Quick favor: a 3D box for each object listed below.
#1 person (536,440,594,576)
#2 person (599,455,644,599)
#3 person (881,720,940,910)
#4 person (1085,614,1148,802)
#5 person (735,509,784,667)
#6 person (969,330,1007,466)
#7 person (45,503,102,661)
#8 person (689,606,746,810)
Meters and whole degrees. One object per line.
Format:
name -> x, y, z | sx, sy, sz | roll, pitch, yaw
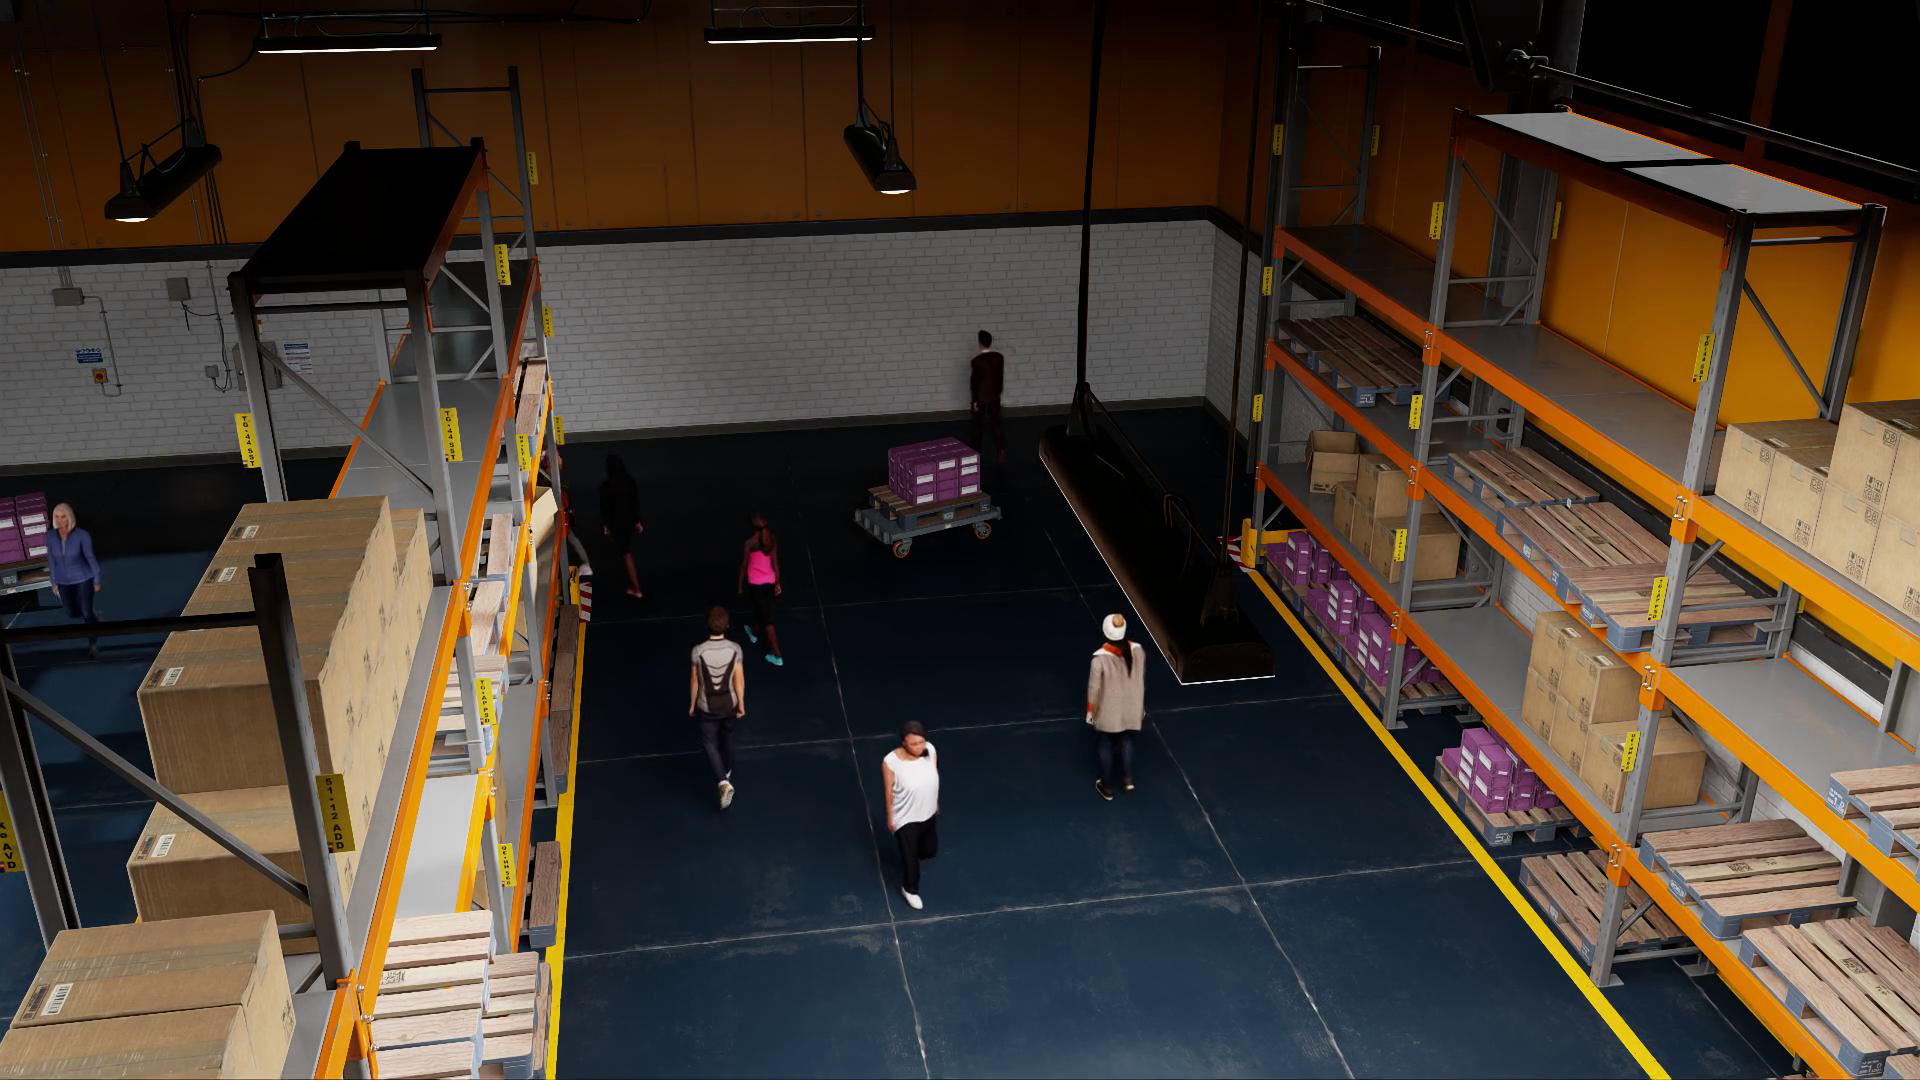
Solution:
person -> -4.613, -0.313, 19.189 | 0.876, 1.775, 1.124 | -1, 24, -2
person -> -3.775, -0.126, 18.852 | 0.852, 1.704, 0.791 | 19, 30, 36
person -> -0.399, 2.185, 13.602 | 0.804, 1.674, 0.868 | -15, 28, -31
person -> 1.434, 1.515, 14.880 | 0.732, 1.877, 0.738 | -7, 24, -15
person -> -2.019, 0.527, 17.382 | 0.906, 1.683, 1.124 | -19, 30, -37
person -> 0.409, -1.939, 22.826 | 0.808, 1.842, 1.192 | -9, 25, -19
person -> -9.360, 0.387, 17.652 | 0.730, 1.725, 0.938 | -1, 24, -2
person -> -2.160, 1.512, 14.894 | 0.778, 1.872, 1.130 | -8, 25, -17
